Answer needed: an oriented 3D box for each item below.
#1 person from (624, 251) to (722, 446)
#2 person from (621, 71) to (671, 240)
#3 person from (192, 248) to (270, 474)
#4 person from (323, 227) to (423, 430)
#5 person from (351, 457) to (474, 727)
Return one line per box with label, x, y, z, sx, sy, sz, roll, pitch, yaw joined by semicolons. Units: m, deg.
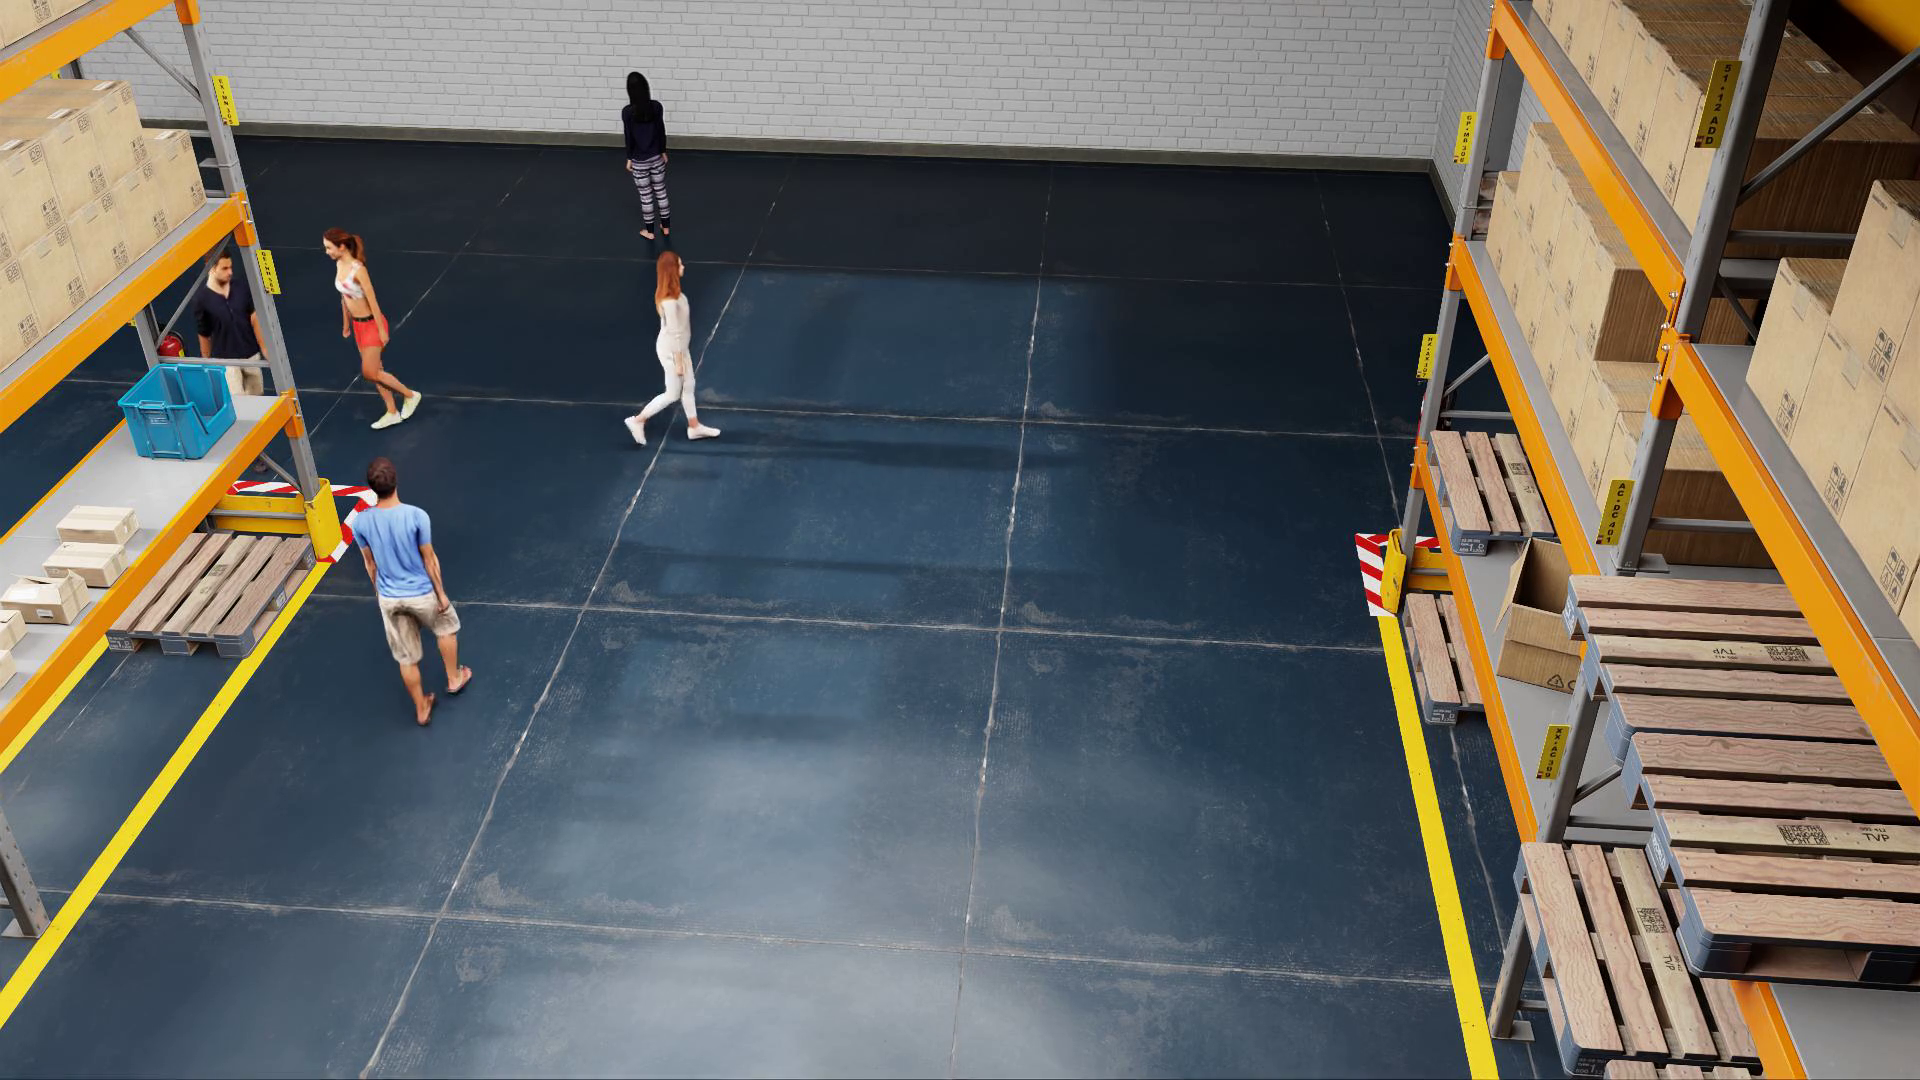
person;-2.404;-1.512;13.460;0.846;1.682;1.013;-7;34;-10
person;-3.219;-3.952;17.085;0.681;1.733;0.713;-20;38;-27
person;-5.804;-1.496;13.310;1.110;1.821;1.107;-27;42;-34
person;-4.817;-1.771;13.770;0.792;1.771;0.854;28;42;35
person;-3.483;0.389;10.453;0.731;1.846;0.847;-3;34;-4
